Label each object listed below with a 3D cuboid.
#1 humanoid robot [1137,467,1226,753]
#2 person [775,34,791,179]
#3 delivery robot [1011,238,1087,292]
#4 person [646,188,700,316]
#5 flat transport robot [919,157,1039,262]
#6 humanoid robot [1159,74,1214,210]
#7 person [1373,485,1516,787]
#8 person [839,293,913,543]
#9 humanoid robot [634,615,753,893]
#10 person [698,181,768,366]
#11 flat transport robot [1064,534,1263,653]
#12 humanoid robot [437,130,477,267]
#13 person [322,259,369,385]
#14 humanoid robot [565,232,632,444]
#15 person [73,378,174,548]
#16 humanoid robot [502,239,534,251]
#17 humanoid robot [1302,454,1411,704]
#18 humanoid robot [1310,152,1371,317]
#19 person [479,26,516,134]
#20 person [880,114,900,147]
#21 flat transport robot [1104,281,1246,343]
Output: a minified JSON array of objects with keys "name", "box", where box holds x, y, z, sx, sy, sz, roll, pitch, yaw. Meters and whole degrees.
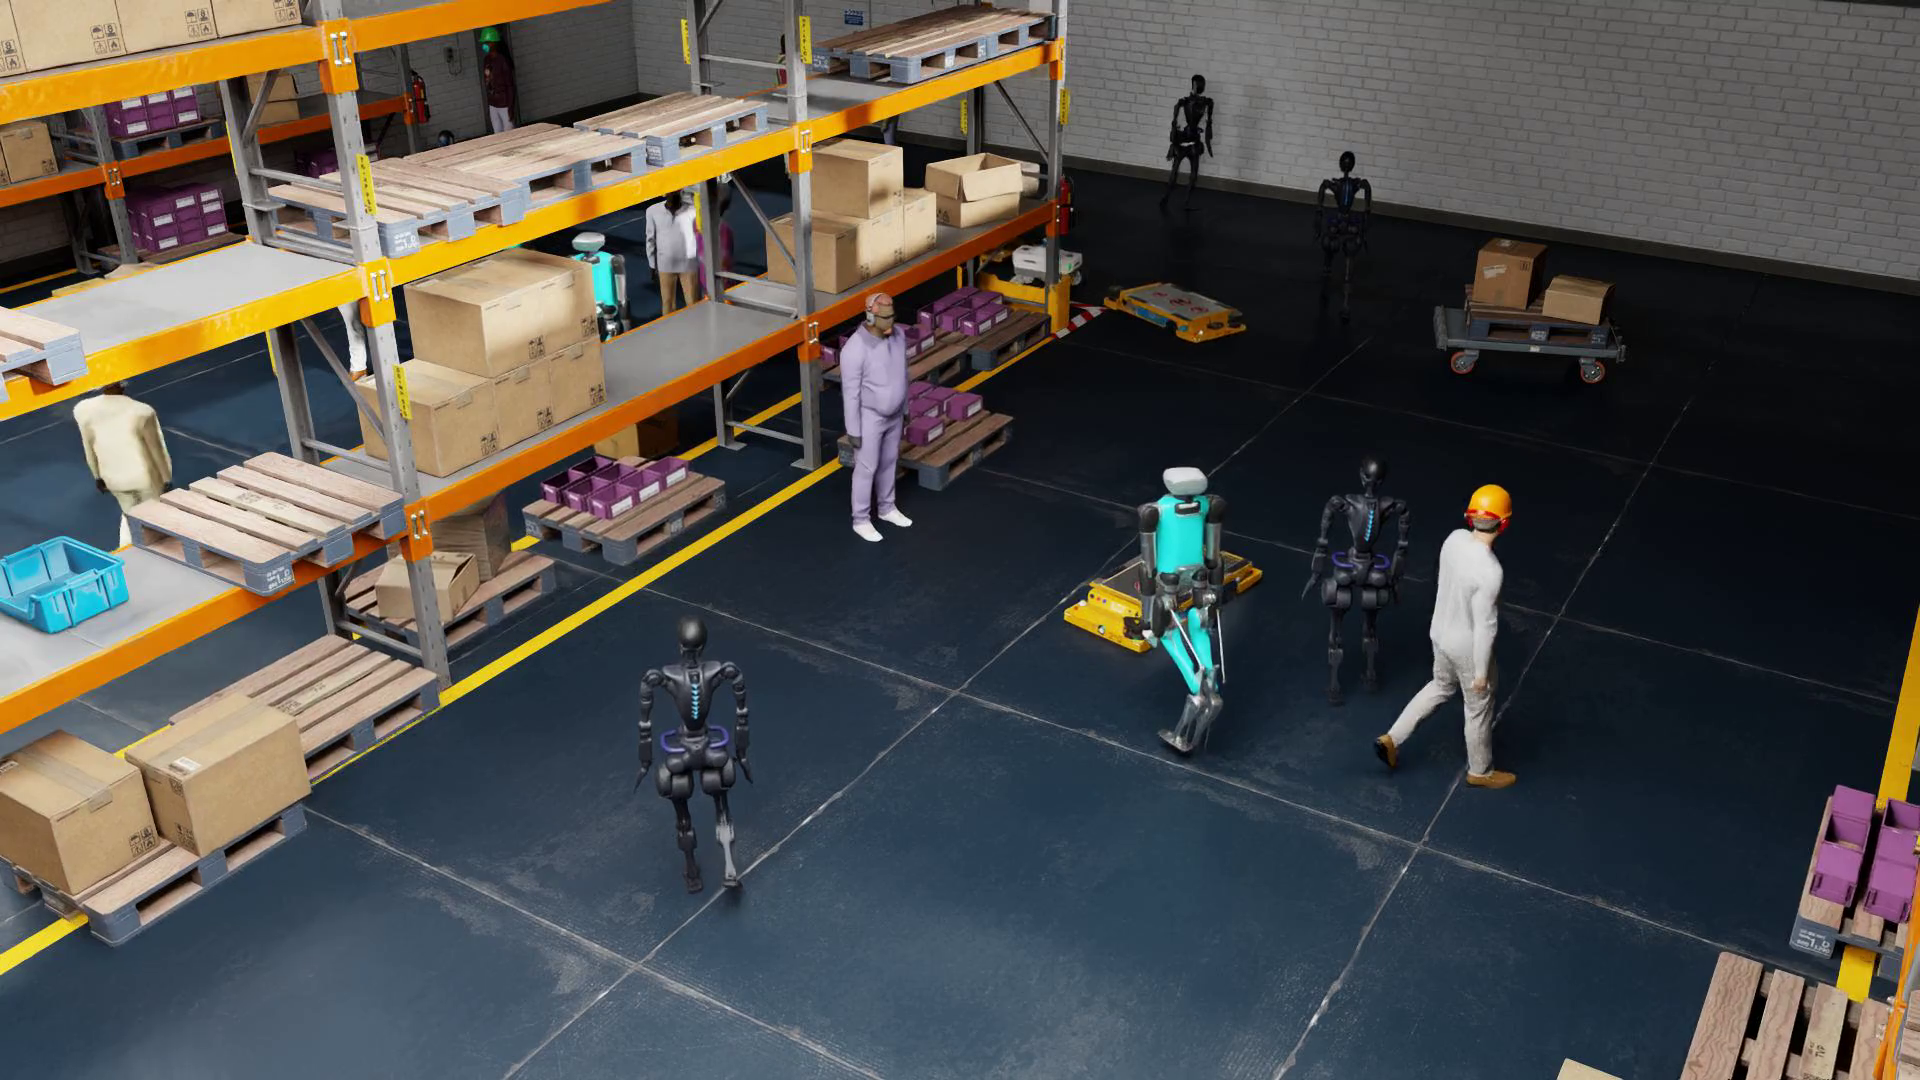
[{"name":"humanoid robot","box":[1.352,0.538,9.566,0.541,1.811,0.817,-10,28,-18]},{"name":"person","box":[-2.166,-5.616,21.528,0.429,1.844,0.624,-5,27,-9]},{"name":"delivery robot","box":[0.934,-2.882,17.557,0.783,0.592,0.499,13,30,24]},{"name":"person","box":[-2.671,-2.617,15.708,0.562,1.755,0.322,-2,27,-3]},{"name":"flat transport robot","box":[0.109,-3.452,19.000,1.431,0.231,0.659,20,33,34]},{"name":"humanoid robot","box":[2.747,-4.812,20.131,0.607,1.646,0.435,-10,29,-19]},{"name":"person","box":[2.798,0.558,9.331,0.759,1.866,0.595,-6,28,-13]},{"name":"person","box":[-0.585,-0.905,12.191,0.399,1.898,0.637,19,32,32]},{"name":"humanoid robot","box":[-1.357,1.126,8.437,0.608,1.645,0.476,-8,28,-16]},{"name":"person","box":[-2.238,-2.376,15.176,0.874,1.808,0.498,-21,34,-35]},{"name":"flat transport robot","box":[1.427,0.340,11.527,0.659,0.231,1.431,23,35,37]},{"name":"humanoid robot","box":[-5.358,-3.547,17.633,0.591,1.635,0.414,-2,27,-4]},{"name":"person","box":[-5.413,-2.318,14.924,0.630,1.939,0.372,4,27,9]},{"name":"humanoid robot","box":[-3.012,-1.535,13.737,0.566,1.911,0.718,4,27,7]},{"name":"person","box":[-5.711,-0.449,11.459,0.580,1.730,0.465,0,27,0]},{"name":"humanoid robot","box":[-3.667,-2.224,15.014,1.074,1.710,0.551,-23,35,-37]},{"name":"humanoid robot","box":[2.411,0.230,10.184,0.603,1.656,0.376,1,27,1]},{"name":"humanoid robot","box":[3.862,-3.112,16.828,0.590,1.624,0.794,2,27,3]},{"name":"person","box":[-5.890,-5.600,21.376,0.489,1.952,0.421,20,33,33]},{"name":"person","box":[-0.917,-5.351,21.230,0.279,1.633,0.498,4,27,7]},{"name":"flat transport robot","box":[2.154,-2.315,16.759,0.659,0.231,1.431,-17,32,-30]}]
